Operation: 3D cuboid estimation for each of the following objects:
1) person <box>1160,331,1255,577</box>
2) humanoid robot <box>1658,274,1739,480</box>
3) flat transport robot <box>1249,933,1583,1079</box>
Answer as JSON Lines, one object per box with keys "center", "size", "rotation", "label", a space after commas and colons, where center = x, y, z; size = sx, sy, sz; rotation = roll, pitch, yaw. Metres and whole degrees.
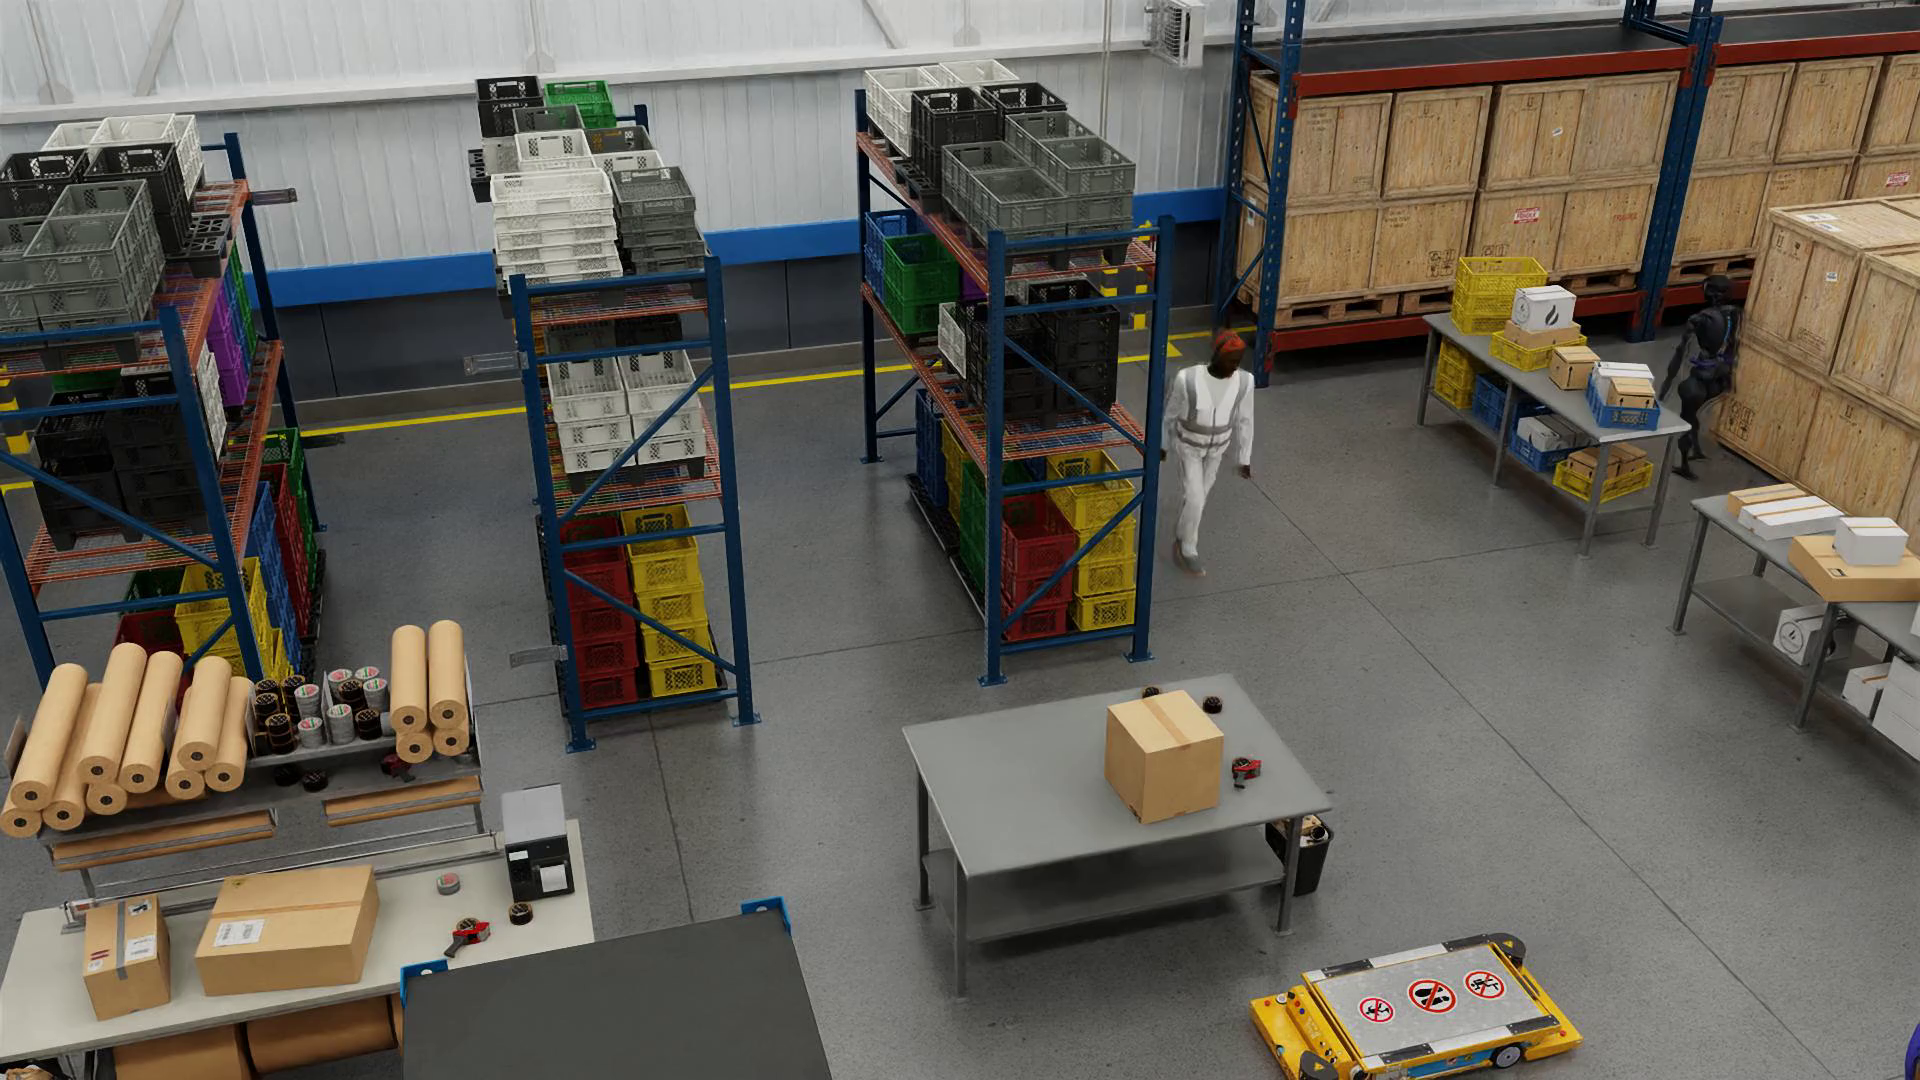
{"center": [1.728, -0.628, 11.672], "size": [0.597, 1.835, 0.700], "rotation": [-7, 30, -13], "label": "person"}
{"center": [5.816, -1.286, 13.044], "size": [0.634, 1.648, 0.410], "rotation": [-14, 32, -23], "label": "humanoid robot"}
{"center": [2.184, 2.282, 7.980], "size": [1.431, 0.197, 0.652], "rotation": [-8, 30, -14], "label": "flat transport robot"}
